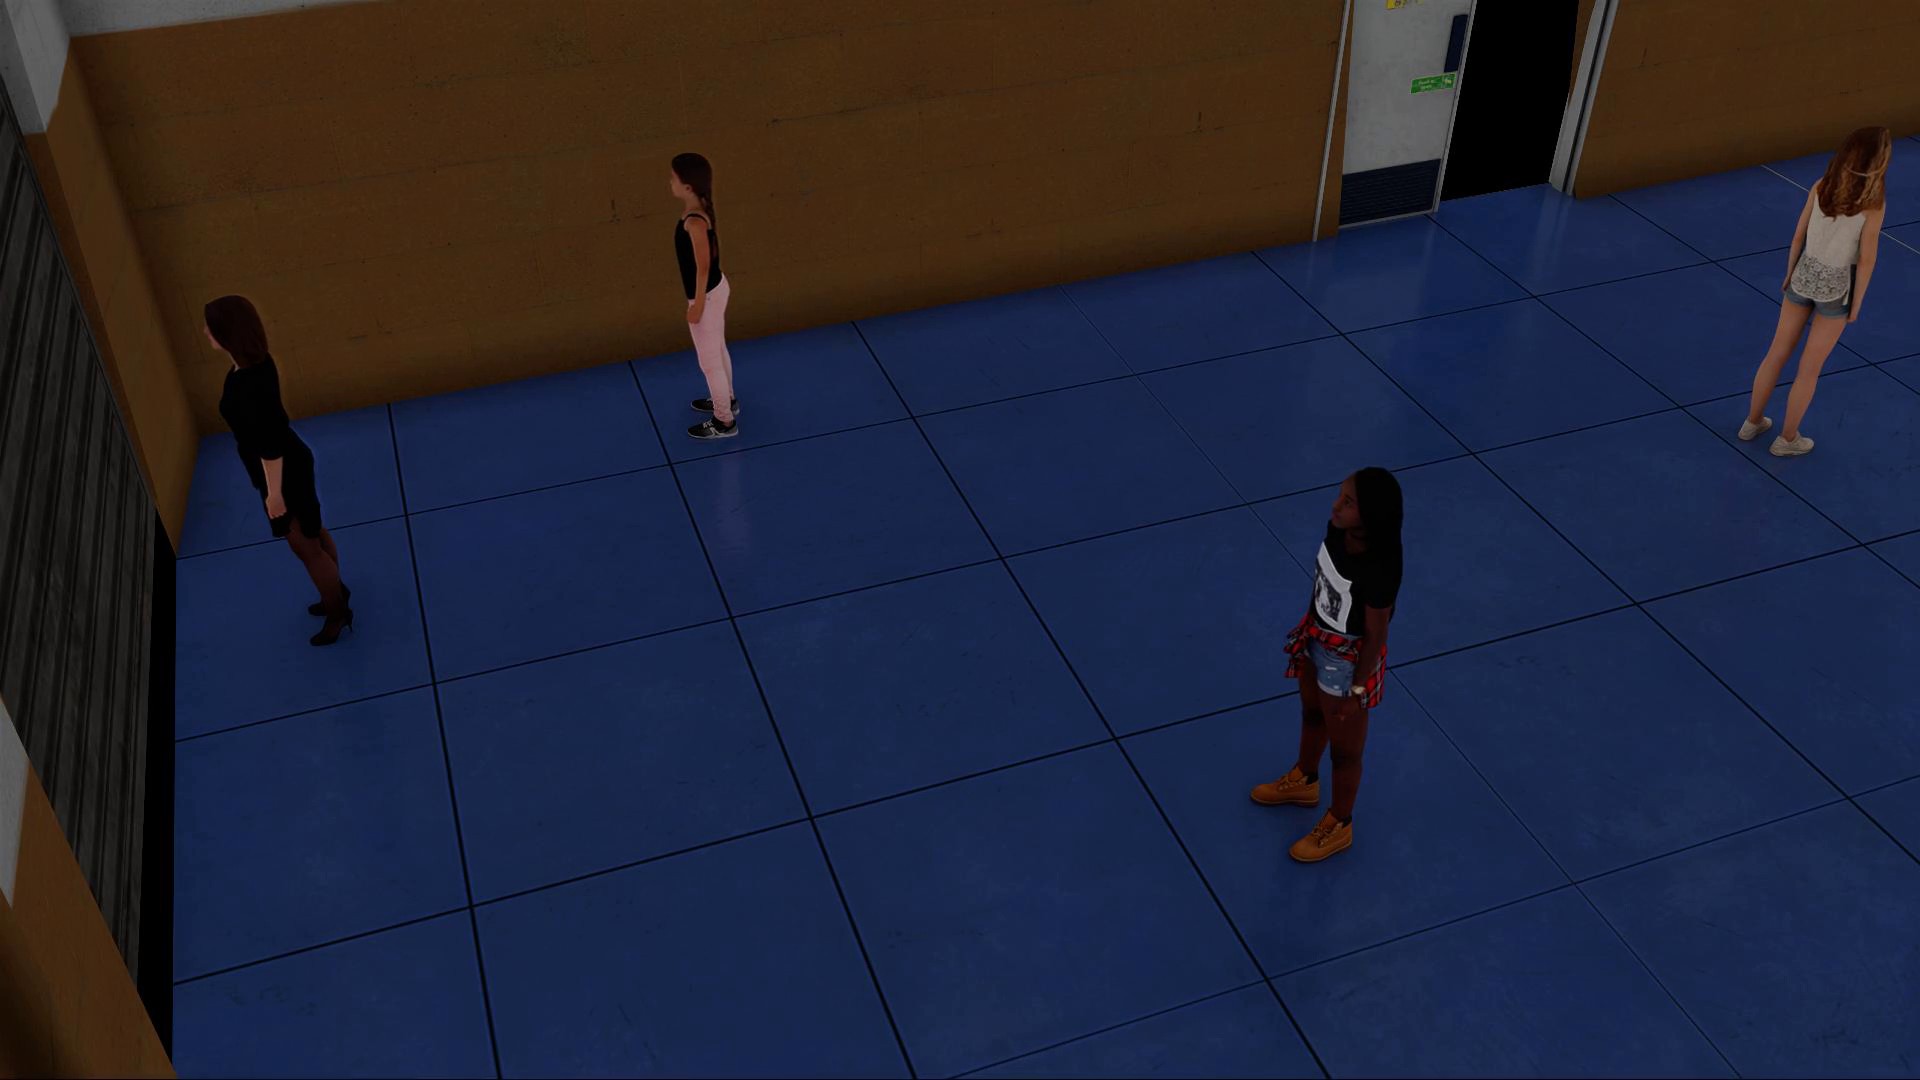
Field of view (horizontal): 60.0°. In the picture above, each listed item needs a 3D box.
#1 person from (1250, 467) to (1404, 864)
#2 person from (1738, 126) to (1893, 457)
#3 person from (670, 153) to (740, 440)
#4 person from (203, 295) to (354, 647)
[{"bbox_3d":[1.394,0.449,6.110,0.679,1.728,0.544,-9,38,-12],"label":"person"},{"bbox_3d":[4.291,-1.228,8.320,0.669,1.759,0.521,-21,42,-25],"label":"person"},{"bbox_3d":[-1.302,-1.247,8.508,0.658,1.564,0.541,0,37,1],"label":"person"},{"bbox_3d":[-2.880,-0.279,7.087,0.654,1.704,0.445,-10,38,-13],"label":"person"}]
